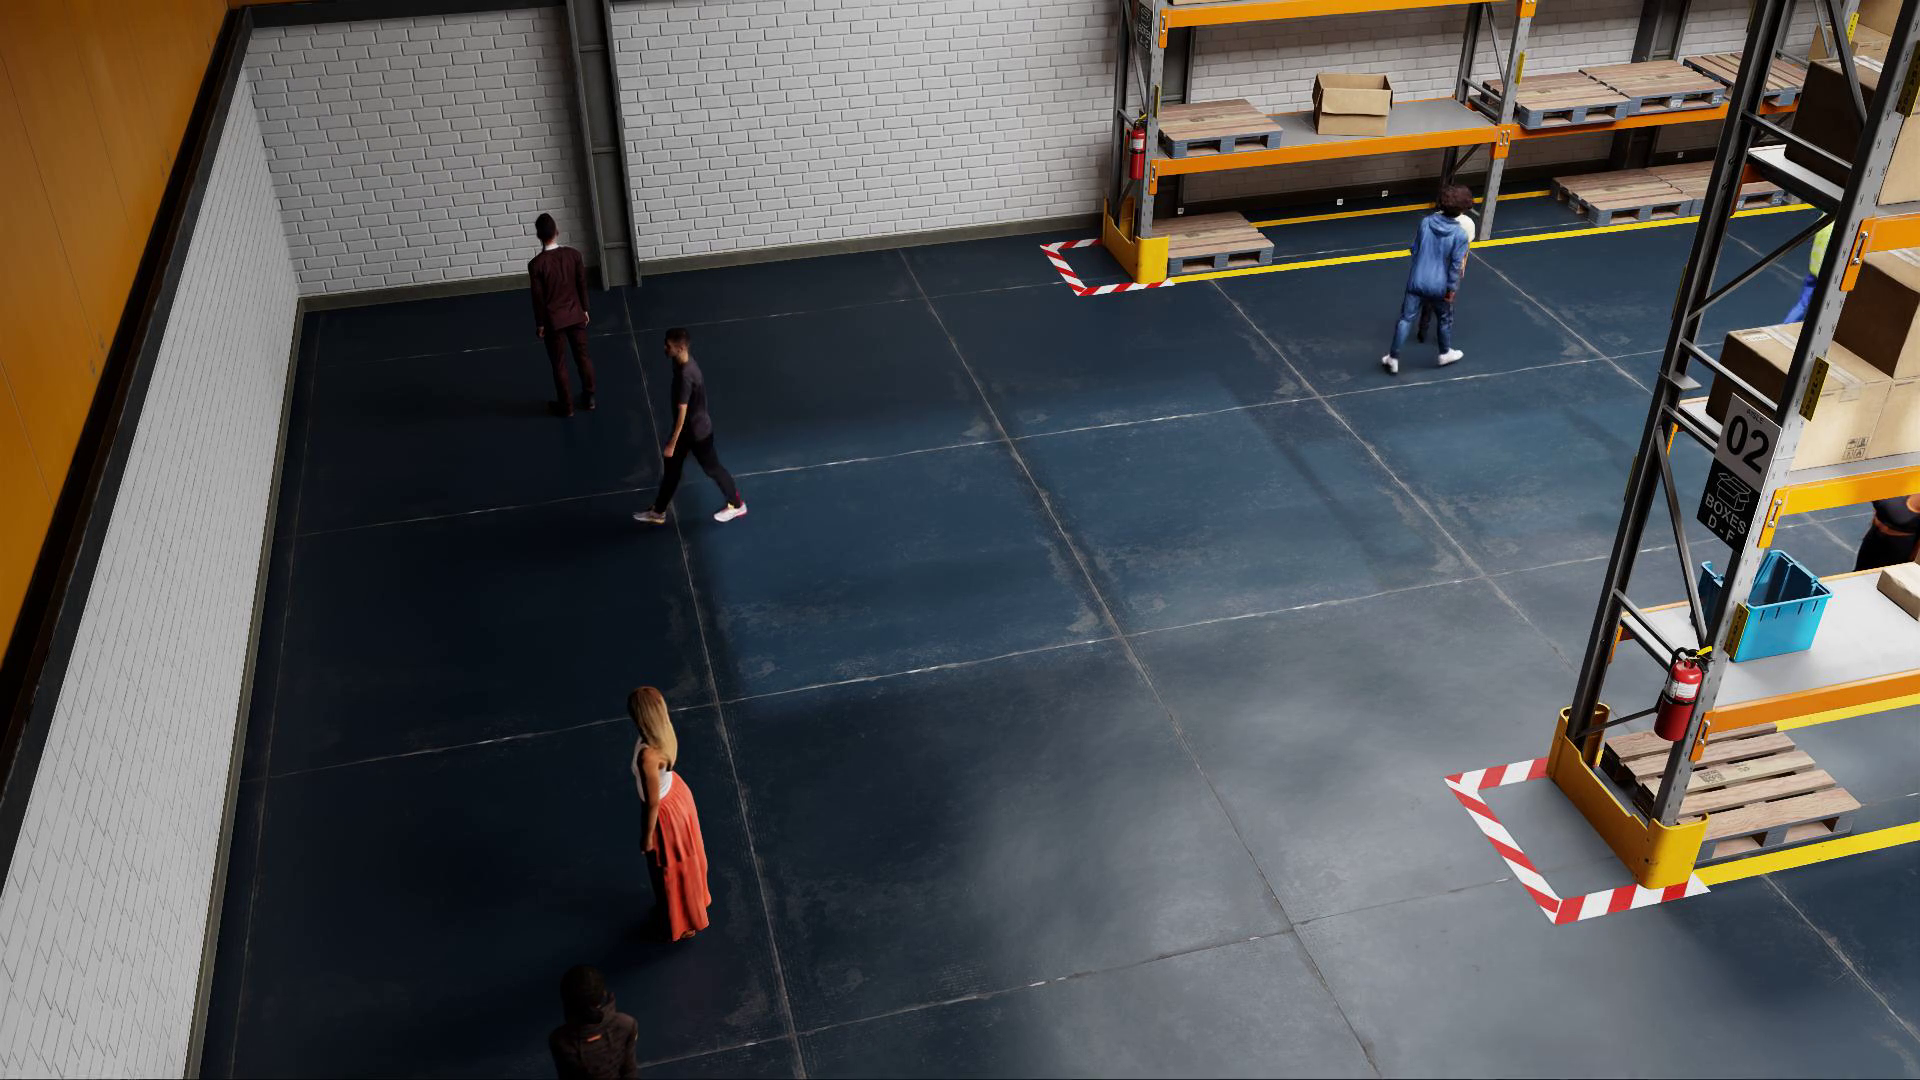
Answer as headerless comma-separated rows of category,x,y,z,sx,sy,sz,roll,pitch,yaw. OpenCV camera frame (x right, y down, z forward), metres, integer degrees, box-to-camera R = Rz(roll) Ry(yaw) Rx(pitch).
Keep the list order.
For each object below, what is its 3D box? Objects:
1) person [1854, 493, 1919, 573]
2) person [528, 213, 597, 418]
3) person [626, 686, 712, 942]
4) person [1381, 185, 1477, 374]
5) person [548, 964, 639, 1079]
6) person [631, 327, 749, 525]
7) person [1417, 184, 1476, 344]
person,6.537,0.053,11.646,0.643,1.814,0.678,-5,34,-7
person,-3.498,-1.969,14.645,0.678,1.862,0.820,-22,40,-30
person,-1.669,1.540,9.417,0.680,1.806,0.696,1,34,2
person,4.303,-2.367,15.322,1.050,1.776,1.121,16,37,23
person,-1.689,2.653,7.873,0.575,1.660,0.646,6,34,9
person,-2.028,-0.850,13.094,1.171,1.714,0.729,-12,36,-18
person,4.627,-2.628,15.884,0.609,1.588,0.714,12,35,17
